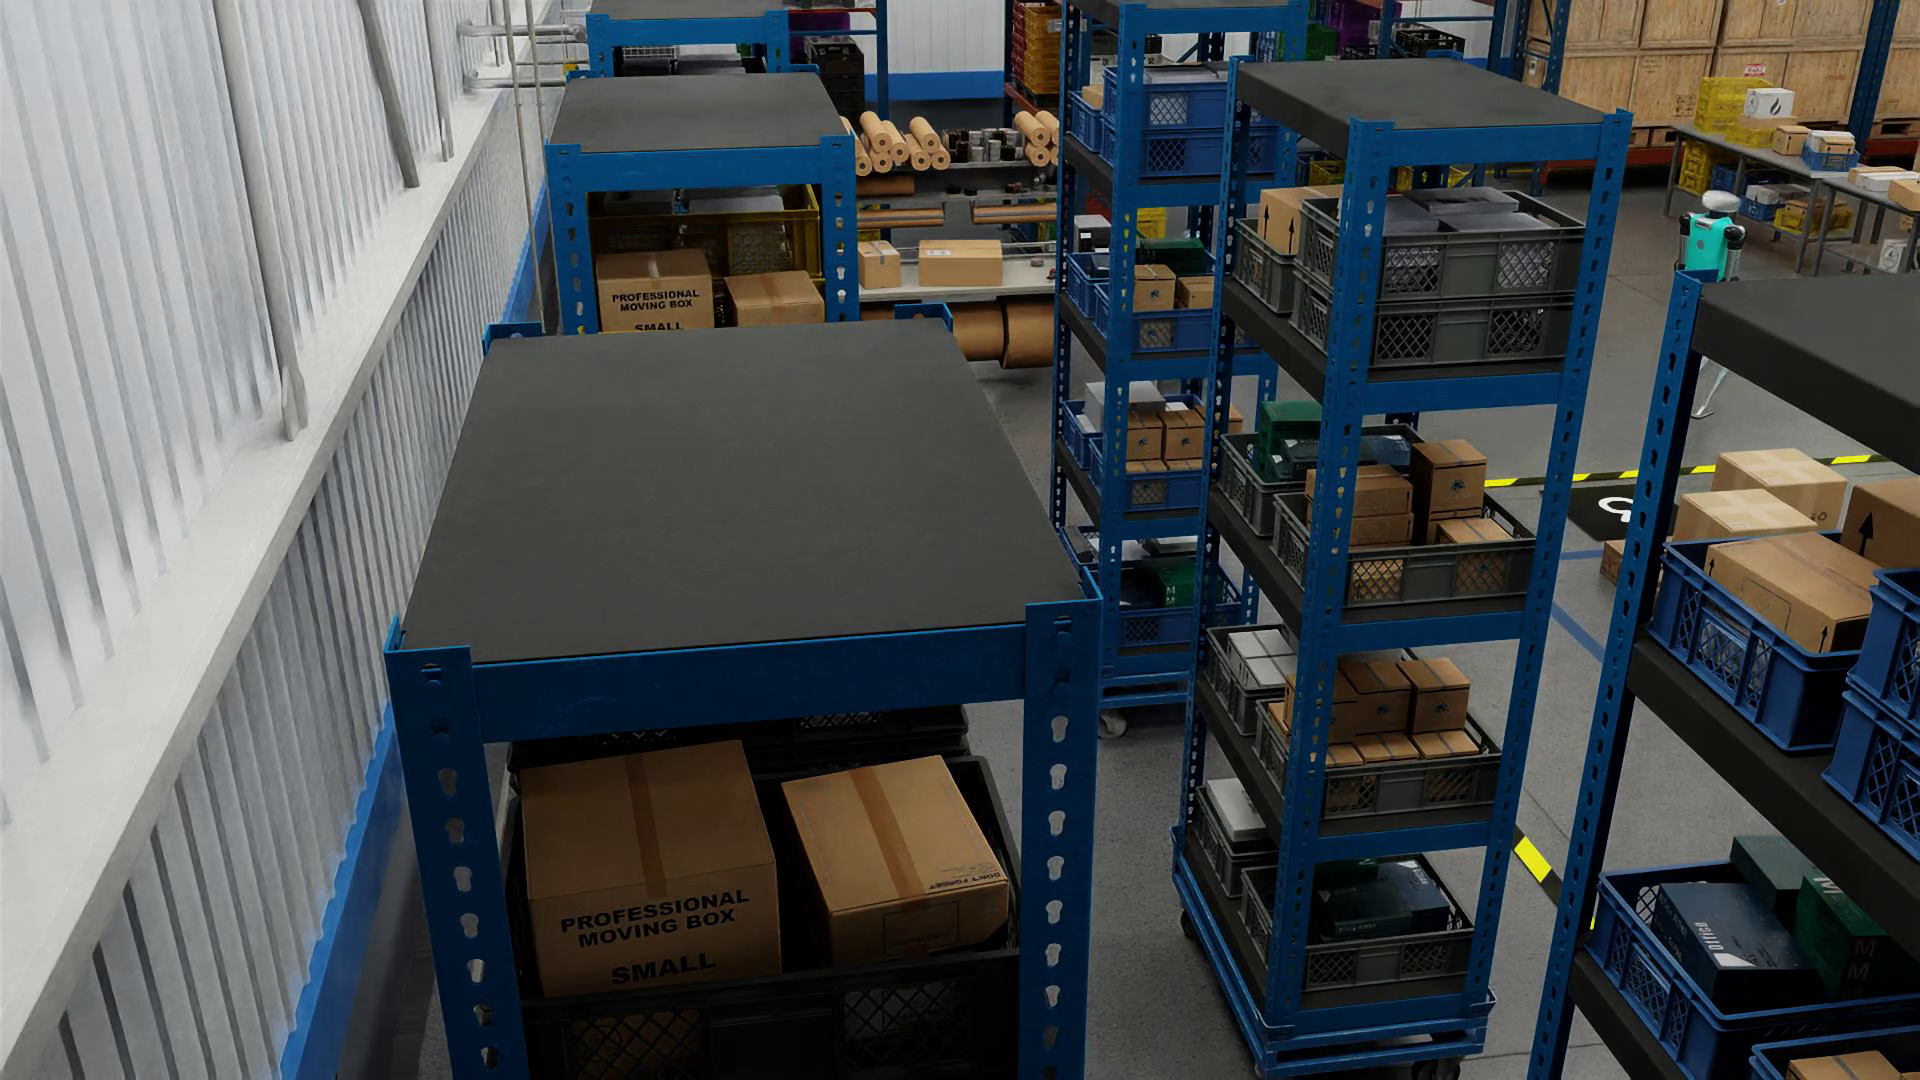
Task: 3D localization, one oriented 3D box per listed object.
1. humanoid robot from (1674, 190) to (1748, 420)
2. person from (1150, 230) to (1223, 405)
[{"bbox_3d":[5.556,-1.729,12.139,0.735,1.677,0.533,-12,27,-24],"label":"humanoid robot"},{"bbox_3d":[1.463,-1.104,10.804,0.589,1.851,0.401,-2,25,-4],"label":"person"}]
